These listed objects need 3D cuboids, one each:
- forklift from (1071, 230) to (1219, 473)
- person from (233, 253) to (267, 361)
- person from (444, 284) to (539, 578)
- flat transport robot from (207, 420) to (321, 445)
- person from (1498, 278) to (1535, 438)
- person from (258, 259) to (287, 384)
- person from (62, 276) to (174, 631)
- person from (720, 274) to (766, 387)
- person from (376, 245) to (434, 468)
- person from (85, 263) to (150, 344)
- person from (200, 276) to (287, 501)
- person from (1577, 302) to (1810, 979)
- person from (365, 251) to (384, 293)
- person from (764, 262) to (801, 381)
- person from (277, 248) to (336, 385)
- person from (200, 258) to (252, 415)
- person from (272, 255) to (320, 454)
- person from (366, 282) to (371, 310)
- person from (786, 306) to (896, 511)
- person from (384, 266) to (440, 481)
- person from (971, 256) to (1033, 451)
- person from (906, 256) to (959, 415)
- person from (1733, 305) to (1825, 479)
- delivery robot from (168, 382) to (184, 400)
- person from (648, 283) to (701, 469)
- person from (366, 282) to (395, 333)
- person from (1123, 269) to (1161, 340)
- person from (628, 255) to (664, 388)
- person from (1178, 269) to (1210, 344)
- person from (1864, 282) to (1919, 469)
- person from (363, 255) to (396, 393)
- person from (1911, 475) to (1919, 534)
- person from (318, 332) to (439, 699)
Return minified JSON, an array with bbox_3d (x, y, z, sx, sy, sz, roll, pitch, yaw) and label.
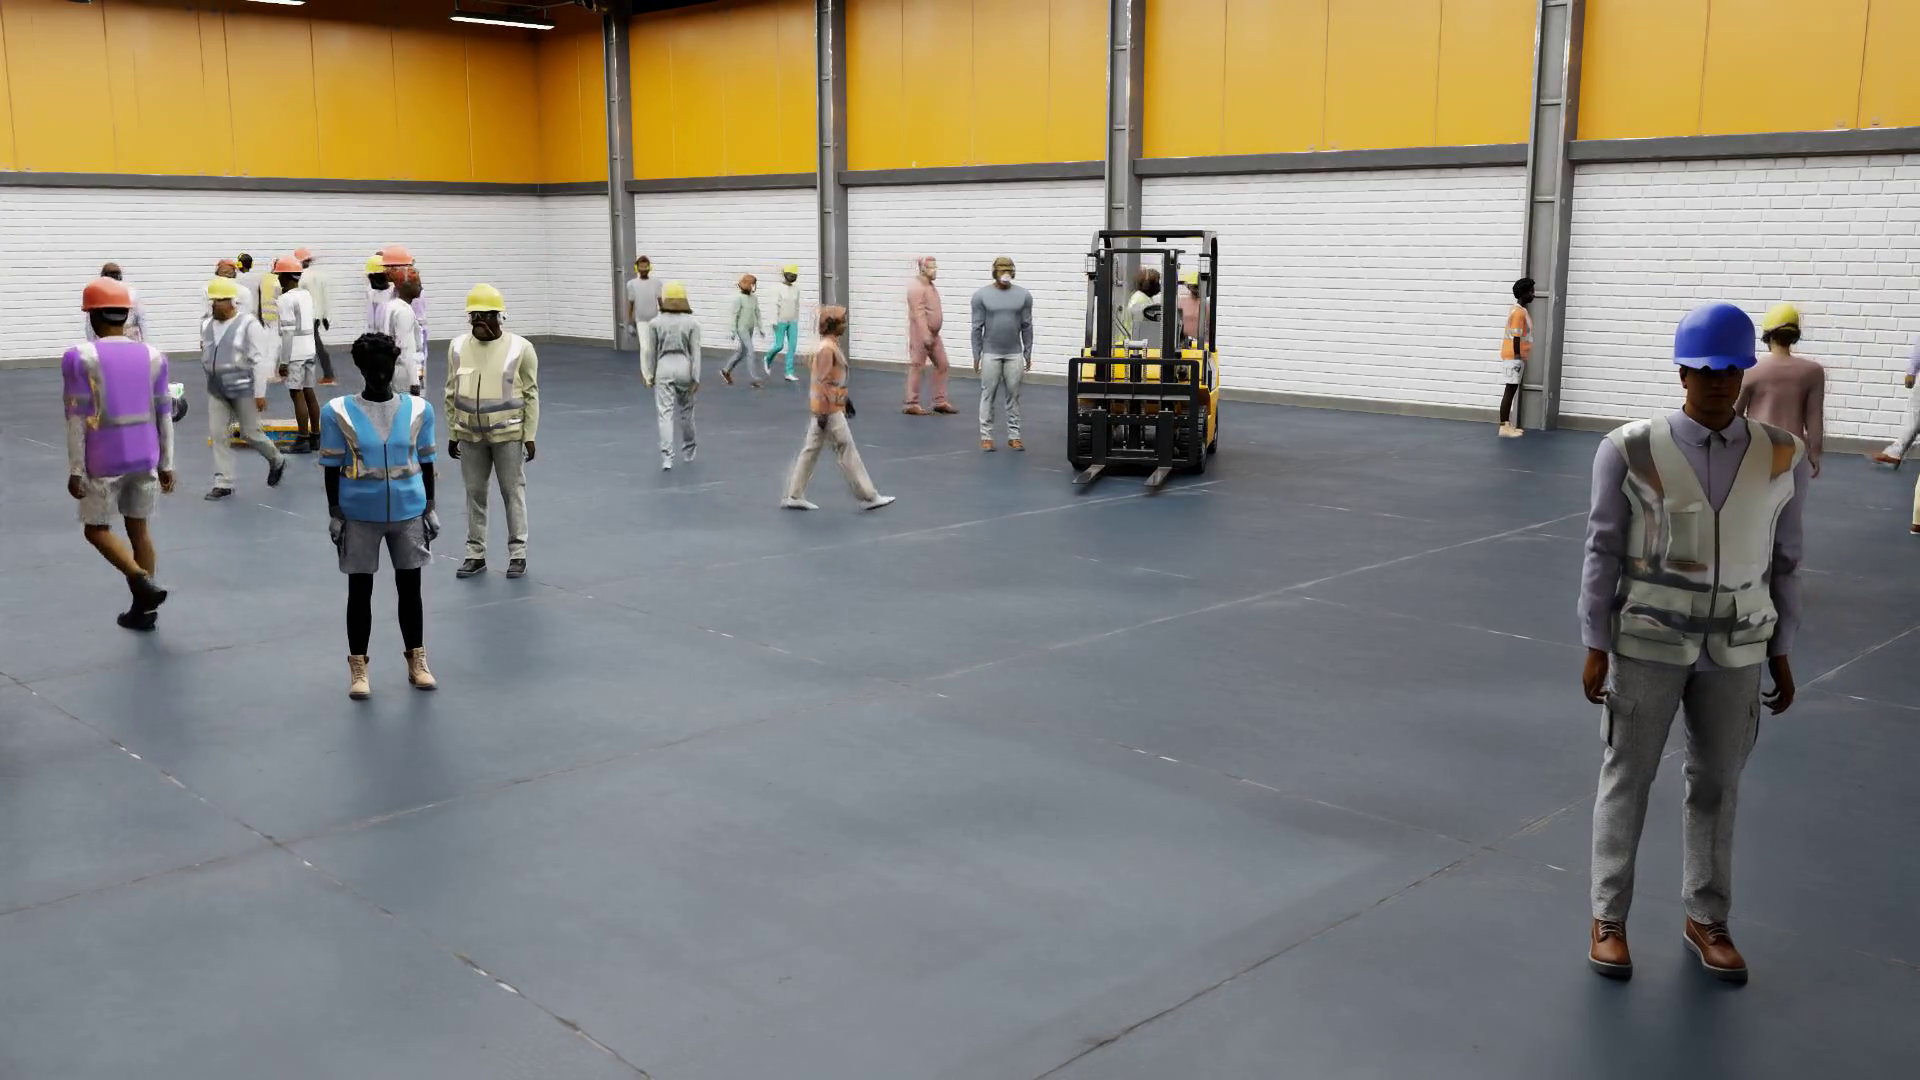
[{"bbox_3d":[1.804,-1.825,15.677,1.214,2.155,2.313,2,11,13],"label":"forklift"},{"bbox_3d":[-10.501,-3.293,24.581,0.325,1.866,0.516,5,12,26],"label":"person"},{"bbox_3d":[-2.927,-0.673,10.376,0.588,1.835,0.403,1,10,4],"label":"person"},{"bbox_3d":[-6.854,-1.109,17.021,1.431,0.197,0.652,-1,10,-4],"label":"flat transport robot"},{"bbox_3d":[5.896,-1.929,17.627,0.321,1.691,0.531,4,11,20],"label":"person"},{"bbox_3d":[-9.818,-3.178,24.150,0.646,1.788,0.896,6,12,31],"label":"person"},{"bbox_3d":[-4.420,-0.430,8.820,0.552,1.918,0.561,7,13,35],"label":"person"},{"bbox_3d":[-3.096,-2.969,23.546,0.786,1.601,0.510,5,12,27],"label":"person"},{"bbox_3d":[-5.010,-1.627,15.007,0.391,2.045,0.608,-8,13,-38],"label":"person"},{"bbox_3d":[-9.608,-2.249,19.021,0.647,1.804,0.865,-6,12,-32],"label":"person"},{"bbox_3d":[-5.897,-1.251,13.614,0.599,1.808,0.775,3,11,15],"label":"person"},{"bbox_3d":[2.089,0.298,4.774,0.611,1.947,0.388,1,10,5],"label":"person"},{"bbox_3d":[-10.461,-4.299,30.141,0.563,1.838,0.389,-1,10,-4],"label":"person"},{"bbox_3d":[-2.613,-3.229,24.562,0.543,1.736,0.615,-9,14,-39],"label":"person"},{"bbox_3d":[-9.359,-3.168,23.673,1.005,1.939,0.649,2,11,11],"label":"person"},{"bbox_3d":[-8.651,-2.388,19.643,0.617,1.865,0.482,-1,10,-6],"label":"person"},{"bbox_3d":[-6.515,-1.812,16.305,0.354,1.939,0.544,1,10,6],"label":"person"},{"bbox_3d":[-9.699,-3.790,27.955,0.517,1.626,0.430,2,11,13],"label":"person"},{"bbox_3d":[-0.961,-1.006,12.844,0.859,1.590,0.523,-1,10,-6],"label":"person"},{"bbox_3d":[-4.817,-1.415,14.314,0.497,1.871,0.608,-5,11,-24],"label":"person"},{"bbox_3d":[0.413,-1.837,16.464,0.628,1.932,0.368,-2,11,-10],"label":"person"},{"bbox_3d":[-0.322,-2.405,19.700,0.747,1.882,0.650,4,11,22],"label":"person"},{"bbox_3d":[4.868,-0.548,10.005,0.540,1.714,0.904,1,10,3],"label":"person"},{"bbox_3d":[-9.308,-1.679,19.096,0.707,0.478,0.477,-4,11,-20],"label":"delivery robot"},{"bbox_3d":[-2.629,-1.521,15.387,0.502,1.693,0.925,-1,10,-4],"label":"person"},{"bbox_3d":[-7.106,-2.557,20.556,0.328,1.872,0.511,6,12,31],"label":"person"},{"bbox_3d":[1.958,-1.925,17.344,0.987,1.783,0.628,2,11,10],"label":"person"},{"bbox_3d":[-4.435,-3.098,23.536,0.524,1.857,0.664,-4,11,-22],"label":"person"},{"bbox_3d":[2.643,-2.237,19.136,0.534,1.747,0.655,-2,11,-13],"label":"person"},{"bbox_3d":[8.624,-1.531,14.885,0.961,1.891,0.652,9,14,40],"label":"person"},{"bbox_3d":[-5.998,-2.009,17.418,0.590,1.923,0.383,7,13,35],"label":"person"},{"bbox_3d":[6.923,-0.810,11.672,0.265,1.632,0.509,3,11,17],"label":"person"},{"bbox_3d":[-2.680,-0.118,7.727,0.533,1.696,0.318,-6,12,-30],"label":"person"}]
